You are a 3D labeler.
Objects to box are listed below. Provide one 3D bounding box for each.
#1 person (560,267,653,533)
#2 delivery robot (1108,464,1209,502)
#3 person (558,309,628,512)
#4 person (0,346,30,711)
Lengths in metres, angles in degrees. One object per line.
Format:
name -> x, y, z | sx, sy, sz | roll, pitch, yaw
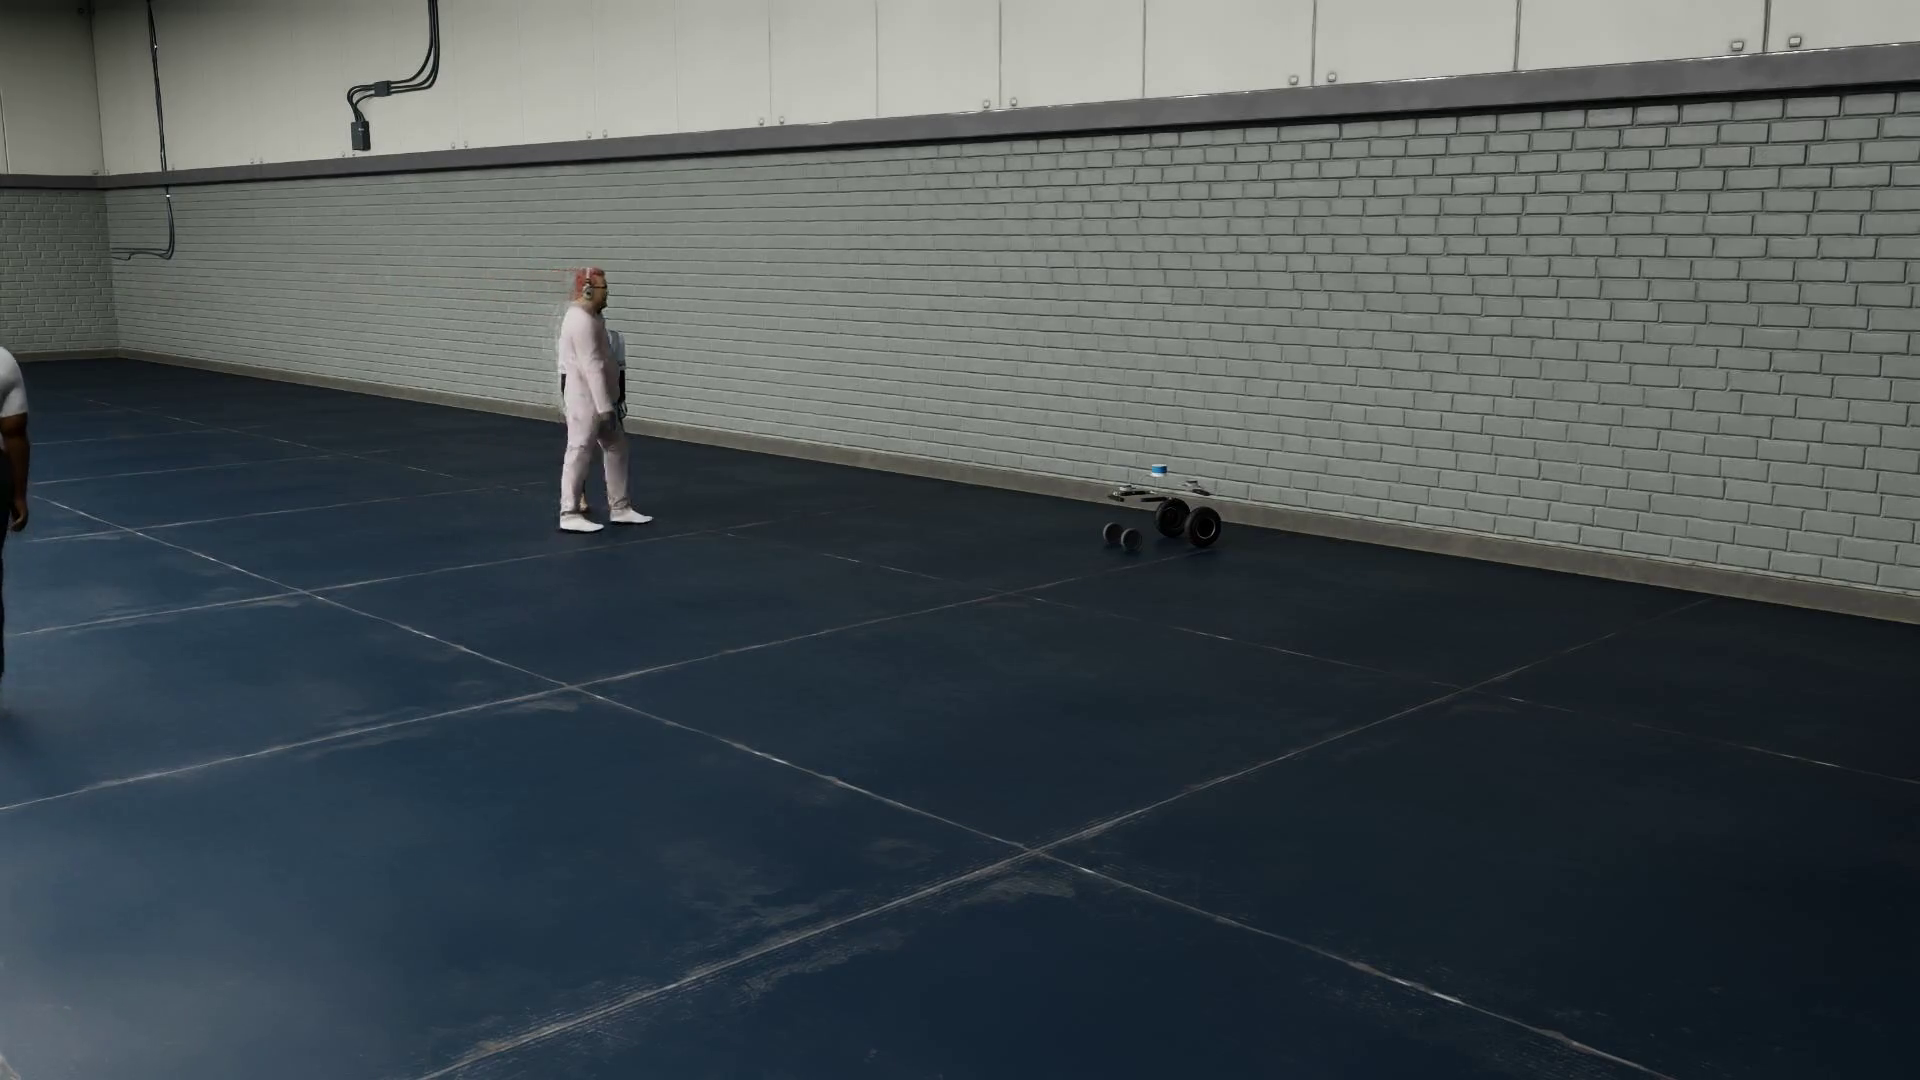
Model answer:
person -> -2.517, -0.986, 11.832 | 0.802, 1.874, 0.665 | -2, 11, -11
delivery robot -> 1.372, -0.407, 11.451 | 0.698, 0.223, 0.335 | -4, 11, -22
person -> -2.810, -1.059, 12.766 | 0.530, 1.689, 0.321 | -5, 12, -26
person -> -4.461, -0.212, 7.298 | 0.690, 2.000, 0.550 | -9, 14, -40
